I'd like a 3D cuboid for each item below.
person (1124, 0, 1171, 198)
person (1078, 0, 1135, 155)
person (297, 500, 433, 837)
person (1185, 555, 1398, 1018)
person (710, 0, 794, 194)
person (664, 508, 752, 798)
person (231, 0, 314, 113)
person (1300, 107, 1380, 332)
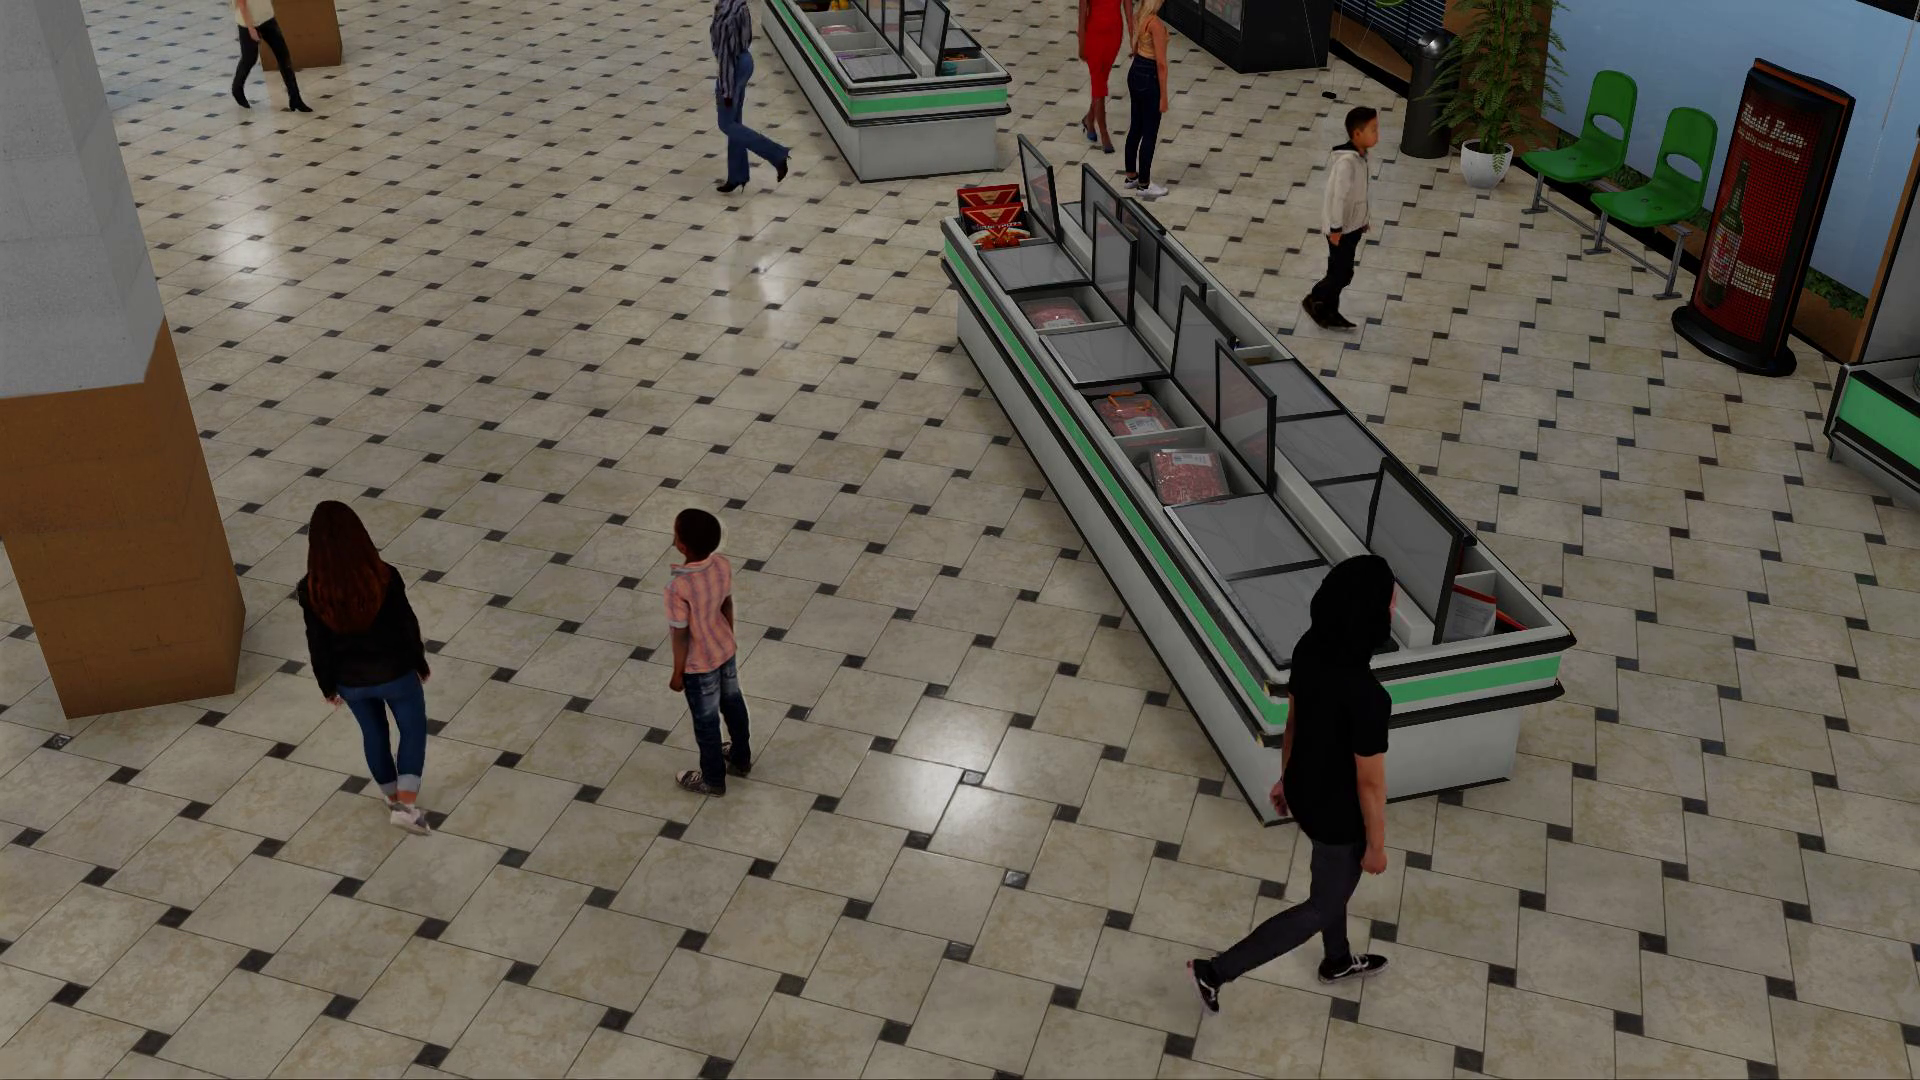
[{"bbox_3d":[1.405,-3.415,12.517,0.649,1.629,0.489,-12,34,-19],"label":"person"},{"bbox_3d":[1.125,-4.030,13.425,0.629,1.714,0.998,-11,33,-16],"label":"person"},{"bbox_3d":[-2.230,0.536,6.315,0.595,1.472,0.762,-5,32,-9],"label":"person"},{"bbox_3d":[1.141,0.871,5.457,0.712,1.811,0.981,-8,33,-13],"label":"person"},{"bbox_3d":[-1.583,-3.421,12.383,0.861,1.780,0.888,2,32,4],"label":"person"},{"bbox_3d":[-1.007,0.447,6.616,0.628,1.307,0.580,20,37,29],"label":"person"},{"bbox_3d":[-6.056,-4.392,14.160,1.029,1.552,1.022,13,34,20],"label":"person"},{"bbox_3d":[2.343,-1.995,10.406,0.787,1.448,0.728,18,36,26],"label":"person"}]
